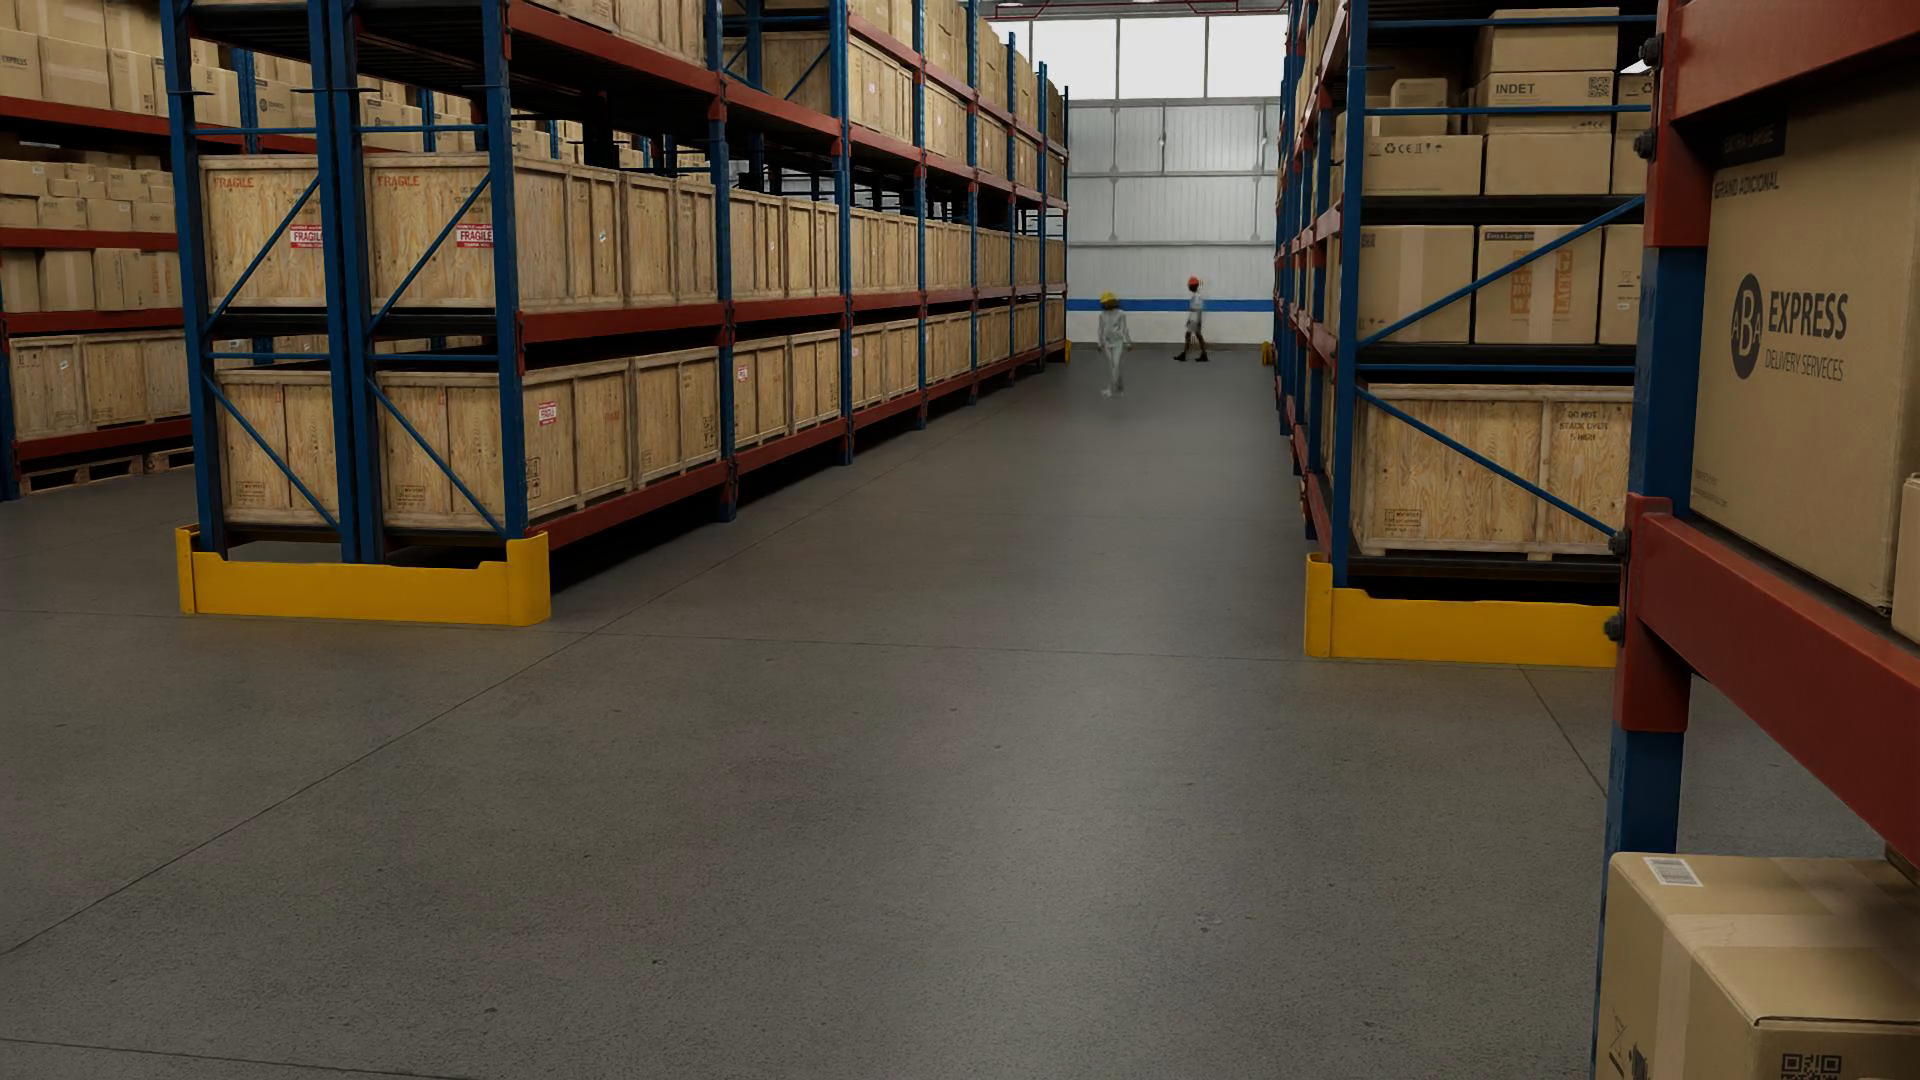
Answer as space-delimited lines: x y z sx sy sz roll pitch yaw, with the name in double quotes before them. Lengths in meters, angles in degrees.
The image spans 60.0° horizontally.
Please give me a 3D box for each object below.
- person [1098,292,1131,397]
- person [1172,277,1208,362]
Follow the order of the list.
"person" 2.464 -3.146 26.861 0.562 1.690 0.768 7 12 37
"person" 5.208 -4.976 37.574 0.910 1.895 0.548 1 9 9
